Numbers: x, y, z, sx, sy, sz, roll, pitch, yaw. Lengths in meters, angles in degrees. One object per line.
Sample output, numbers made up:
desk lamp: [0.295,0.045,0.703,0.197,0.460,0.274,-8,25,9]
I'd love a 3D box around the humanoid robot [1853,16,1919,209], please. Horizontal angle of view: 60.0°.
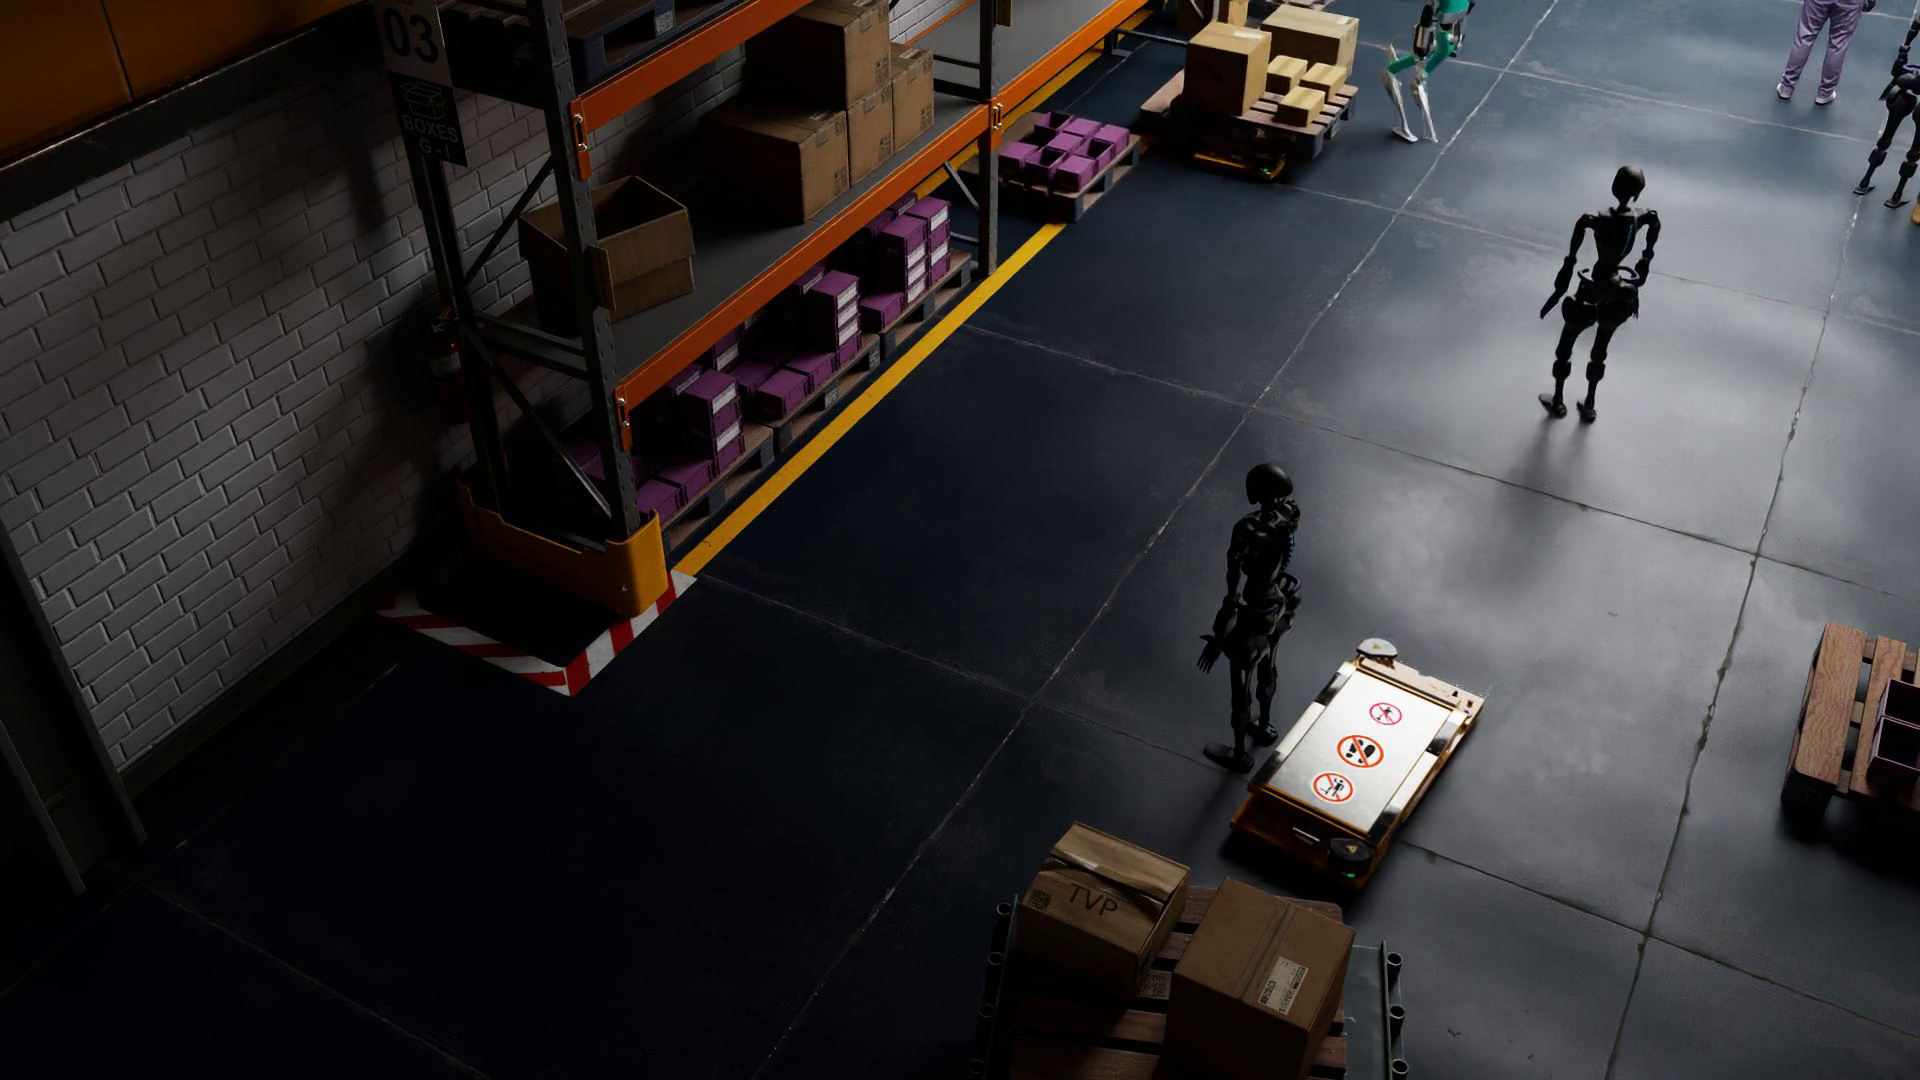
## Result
humanoid robot: [7.049,-3.280,12.191,0.339,1.651,0.591,-25,45,-28]

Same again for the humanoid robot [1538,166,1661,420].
humanoid robot: [3.811,-1.466,9.923,0.596,1.657,0.363,-5,39,-7]

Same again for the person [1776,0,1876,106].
person: [7.147,-4.492,13.525,0.642,1.908,0.414,18,42,21]

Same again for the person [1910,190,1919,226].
person: [7.334,-3.120,11.820,0.572,1.897,0.372,9,40,11]

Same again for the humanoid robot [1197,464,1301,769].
humanoid robot: [1.350,0.350,7.644,0.315,1.657,0.599,29,47,31]

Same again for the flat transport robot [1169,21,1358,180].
flat transport robot: [2.451,-3.310,13.357,0.659,0.231,1.431,19,42,22]

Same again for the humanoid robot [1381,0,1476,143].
humanoid robot: [3.605,-3.942,12.969,0.534,1.796,0.681,-24,45,-27]

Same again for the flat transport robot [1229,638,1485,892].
flat transport robot: [1.921,1.032,7.930,0.659,0.231,1.431,24,45,27]
